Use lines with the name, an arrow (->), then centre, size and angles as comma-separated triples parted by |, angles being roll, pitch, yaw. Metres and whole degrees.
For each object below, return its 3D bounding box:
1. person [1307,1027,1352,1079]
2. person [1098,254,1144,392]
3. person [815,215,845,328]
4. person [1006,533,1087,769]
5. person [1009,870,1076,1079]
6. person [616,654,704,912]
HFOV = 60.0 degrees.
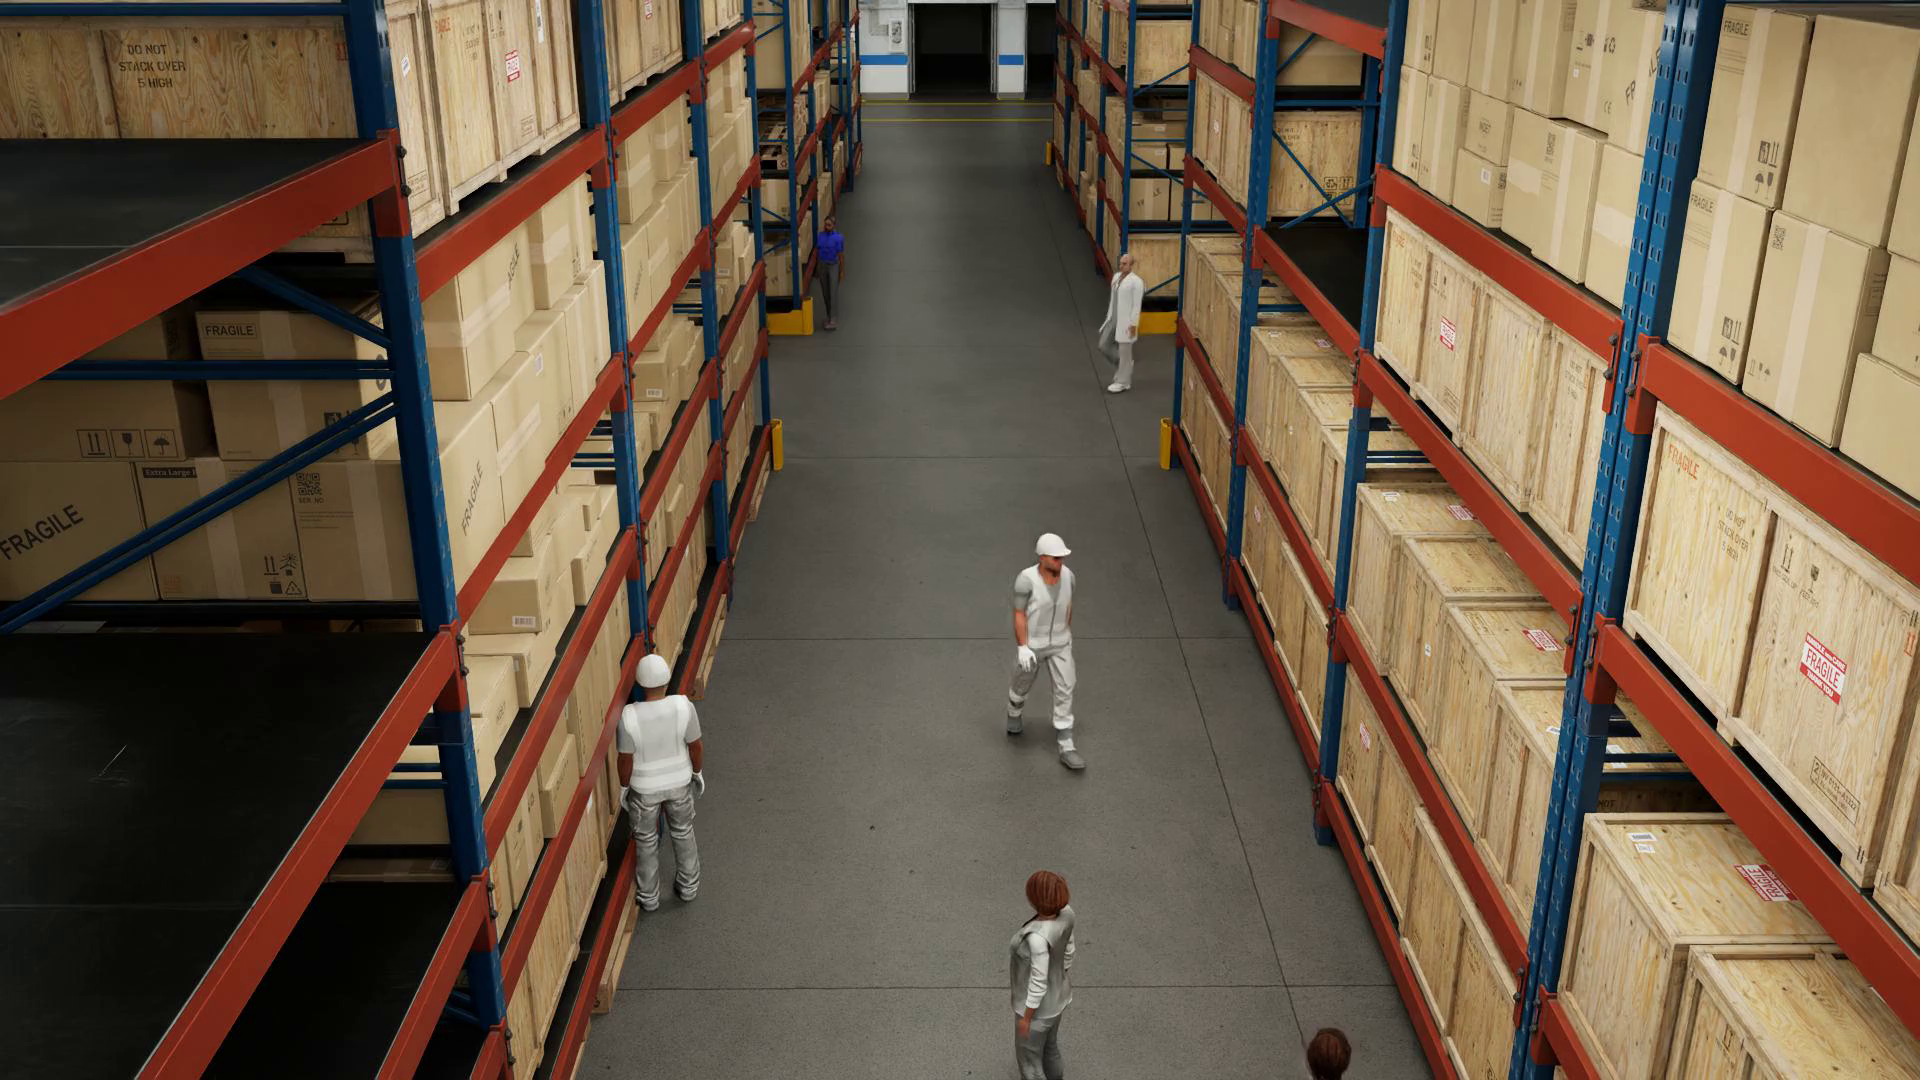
person -> 1.573, 2.908, 7.270 | 0.471, 1.660, 0.744 | 5, 22, 12
person -> 2.117, -2.834, 21.637 | 0.553, 1.783, 0.603 | -15, 26, -33
person -> -2.000, -4.006, 24.813 | 0.479, 1.652, 0.701 | 9, 23, 21
person -> 0.646, 0.782, 12.513 | 0.517, 1.762, 0.990 | -6, 22, -15
person -> 0.403, 2.402, 8.648 | 0.341, 1.600, 0.404 | 11, 24, 25
person -> -1.922, 1.525, 10.619 | 0.547, 1.788, 0.406 | -9, 23, -23
